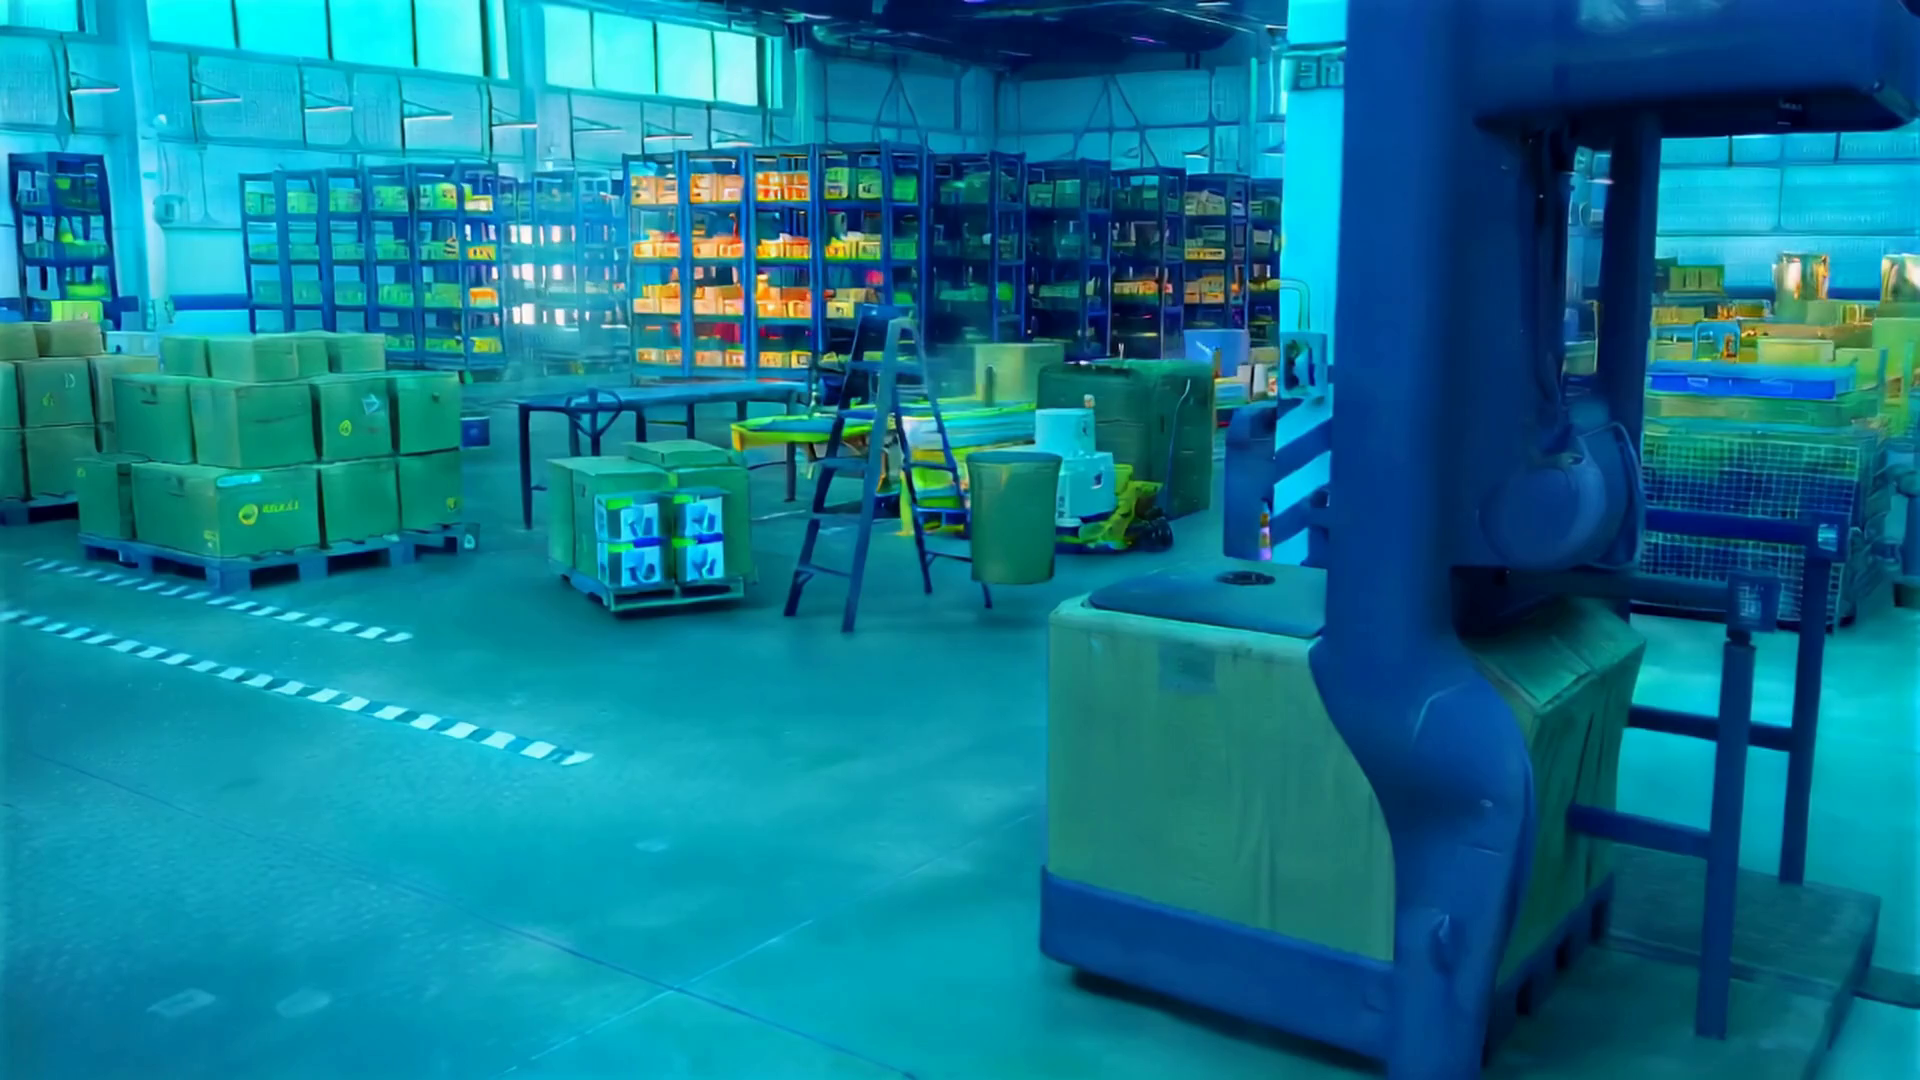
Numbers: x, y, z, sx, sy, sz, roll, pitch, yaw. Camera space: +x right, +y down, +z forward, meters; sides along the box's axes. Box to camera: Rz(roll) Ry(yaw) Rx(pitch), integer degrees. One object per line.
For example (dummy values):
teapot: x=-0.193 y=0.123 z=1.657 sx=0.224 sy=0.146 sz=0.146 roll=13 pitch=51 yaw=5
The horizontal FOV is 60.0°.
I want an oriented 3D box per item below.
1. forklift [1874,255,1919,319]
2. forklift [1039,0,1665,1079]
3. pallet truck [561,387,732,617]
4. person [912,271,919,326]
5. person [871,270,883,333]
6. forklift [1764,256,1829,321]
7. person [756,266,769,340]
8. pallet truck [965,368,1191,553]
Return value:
forklift: x=22.089 y=-5.634 z=38.796 sx=1.157 sy=1.987 sz=2.680 roll=6 pitch=11 yaw=33
forklift: x=1.249 y=-0.137 z=4.360 sx=1.873 sy=2.768 sz=1.129 roll=7 pitch=12 yaw=35
pallet truck: x=-1.981 y=-0.274 z=10.088 sx=0.680 sy=1.201 sz=1.601 roll=-5 pitch=11 yaw=-28
person: x=-0.890 y=-4.952 z=36.222 sx=0.581 sy=1.811 sz=0.833 roll=6 pitch=12 yaw=34
person: x=-1.699 y=-4.523 z=33.587 sx=0.403 sy=1.835 sz=0.586 roll=1 pitch=10 yaw=7
forklift: x=20.253 y=-5.854 z=40.139 sx=1.157 sy=1.987 sz=2.680 roll=7 pitch=12 yaw=35
person: x=-3.509 y=-3.928 z=29.567 sx=0.375 sy=1.995 sz=0.610 roll=2 pitch=10 yaw=14
pallet truck: x=0.845 y=-0.609 z=11.869 sx=1.630 sy=1.274 sz=0.653 roll=7 pitch=12 yaw=35
